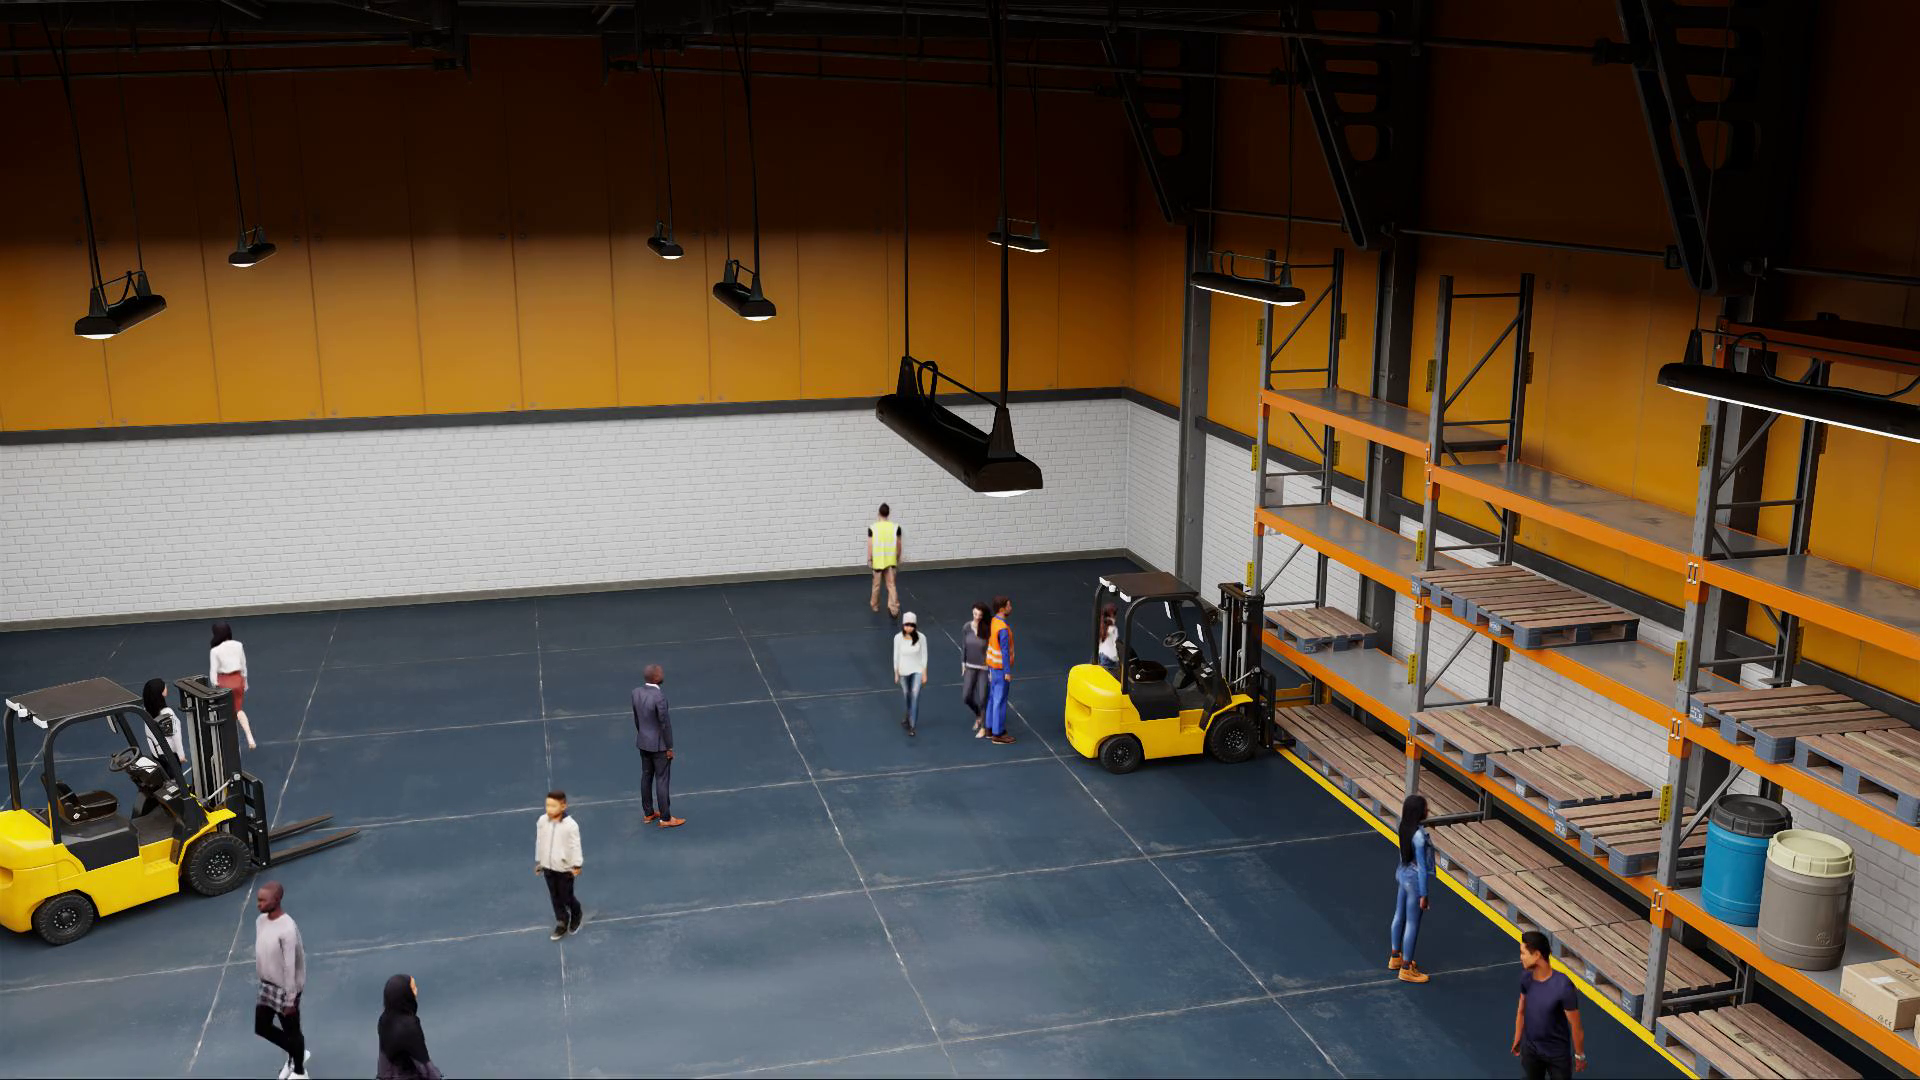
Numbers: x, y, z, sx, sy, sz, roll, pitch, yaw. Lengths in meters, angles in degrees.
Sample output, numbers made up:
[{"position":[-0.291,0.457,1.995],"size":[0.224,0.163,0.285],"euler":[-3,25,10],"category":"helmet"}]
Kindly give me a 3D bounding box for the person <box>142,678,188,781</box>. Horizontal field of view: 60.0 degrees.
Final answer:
[{"position":[-8.598,2.305,17.979],"size":[0.709,1.700,0.754],"euler":[6,15,24],"category":"person"}]

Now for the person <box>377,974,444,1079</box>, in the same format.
[{"position":[-4.009,3.853,11.776],"size":[0.908,1.610,1.076],"euler":[-9,16,-33],"category":"person"}]

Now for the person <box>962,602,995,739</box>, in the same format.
[{"position":[0.273,1.593,20.803],"size":[0.793,1.754,0.845],"euler":[6,15,22],"category":"person"}]

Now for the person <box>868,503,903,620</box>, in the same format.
[{"position":[-1.148,0.369,25.749],"size":[0.721,1.805,1.145],"euler":[-3,14,-13],"category":"person"}]

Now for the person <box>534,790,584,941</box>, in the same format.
[{"position":[-3.724,3.016,15.583],"size":[0.704,1.444,0.748],"euler":[5,14,18],"category":"person"}]

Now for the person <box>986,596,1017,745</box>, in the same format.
[{"position":[0.493,1.584,20.612],"size":[0.753,1.862,0.534],"euler":[-4,14,-17],"category":"person"}]

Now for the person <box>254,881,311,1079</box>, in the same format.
[{"position":[-5.228,3.471,13.030],"size":[0.762,1.763,0.822],"euler":[8,16,30],"category":"person"}]

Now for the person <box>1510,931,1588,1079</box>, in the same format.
[{"position":[4.348,3.707,12.093],"size":[0.705,1.745,0.954],"euler":[13,19,43],"category":"person"}]

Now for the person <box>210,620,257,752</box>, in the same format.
[{"position":[-8.692,1.816,19.916],"size":[0.867,1.738,0.804],"euler":[9,16,33],"category":"person"}]

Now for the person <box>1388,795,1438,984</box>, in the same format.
[{"position":[4.013,3.070,14.790],"size":[0.693,1.713,0.495],"euler":[-2,14,-6],"category":"person"}]

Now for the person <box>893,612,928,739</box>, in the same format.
[{"position":[-0.604,1.663,20.889],"size":[0.864,1.576,1.229],"euler":[2,14,8],"category":"person"}]

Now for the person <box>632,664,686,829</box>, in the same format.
[{"position":[-3.311,2.221,18.062],"size":[0.751,1.824,0.851],"euler":[11,18,39],"category":"person"}]

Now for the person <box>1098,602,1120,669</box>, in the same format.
[{"position":[1.829,1.583,21.373],"size":[0.773,1.505,1.083],"euler":[-8,16,-29],"category":"person"}]
